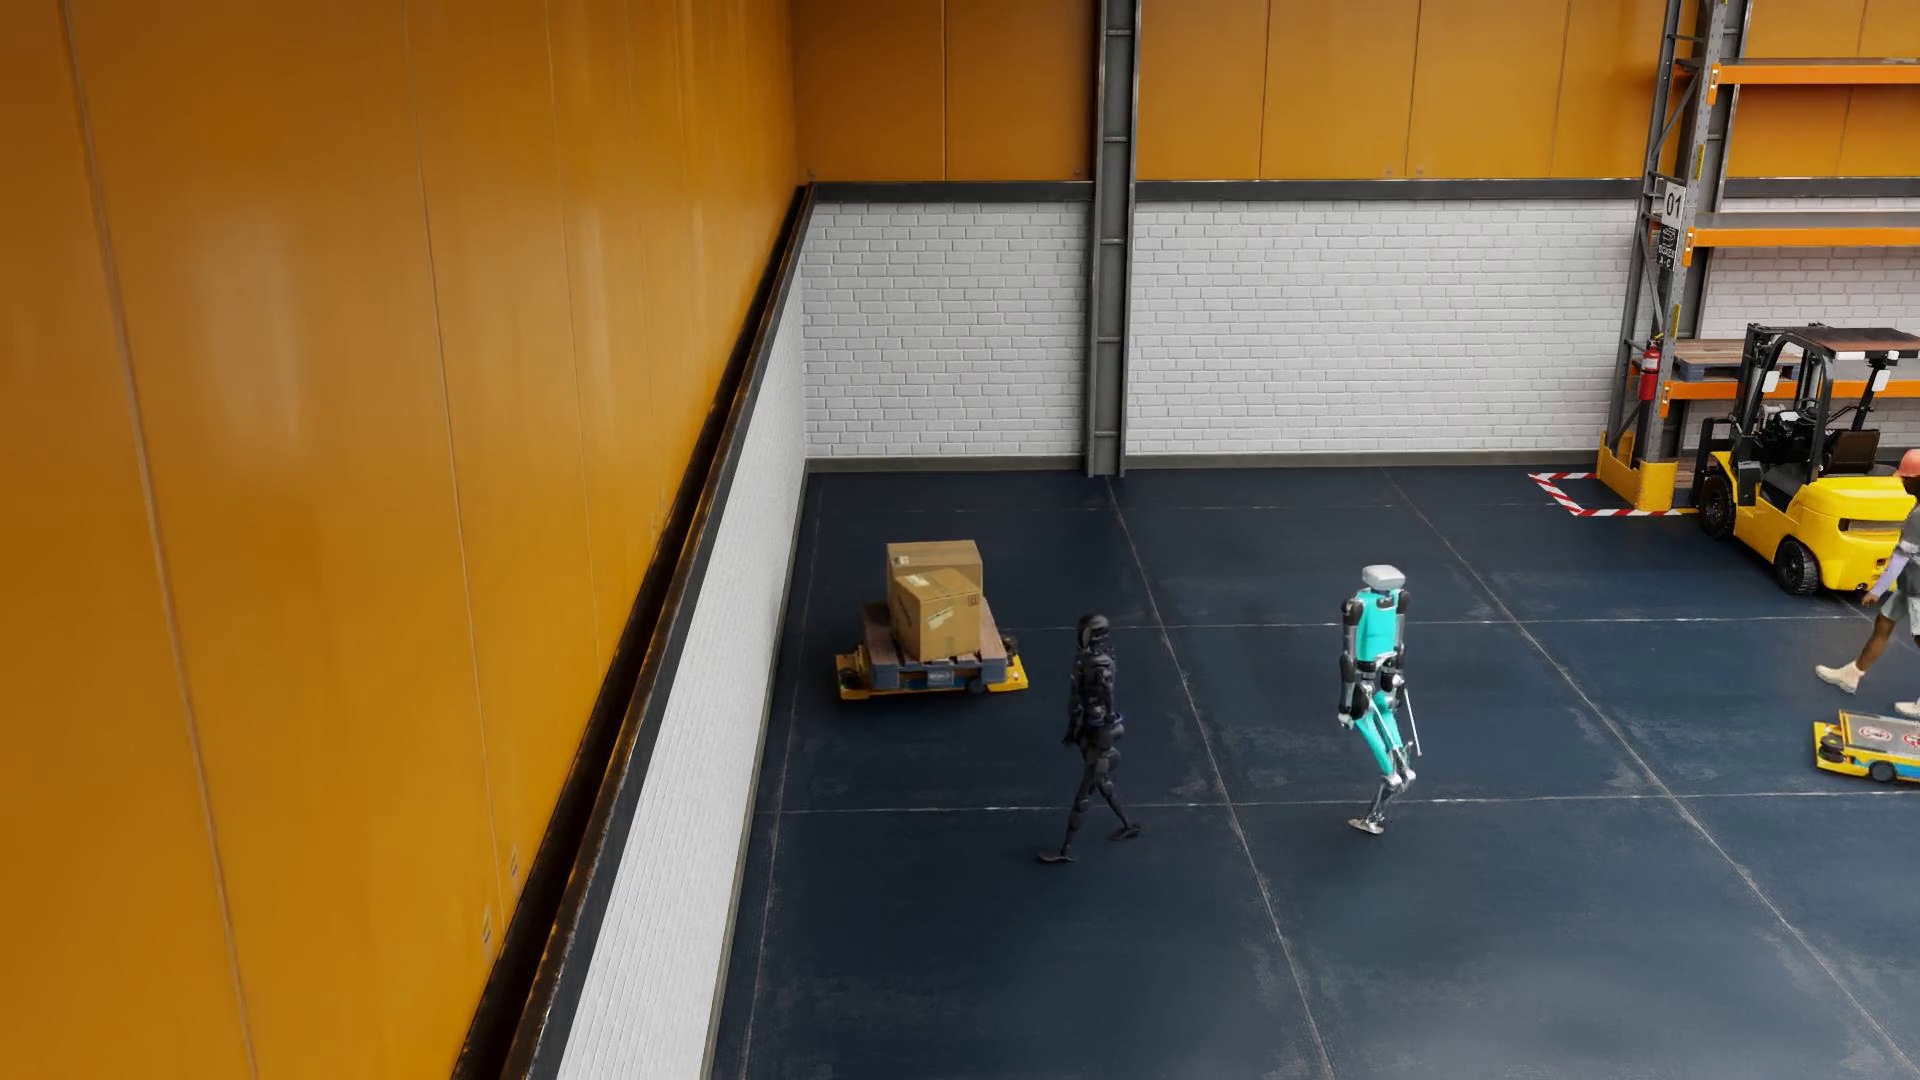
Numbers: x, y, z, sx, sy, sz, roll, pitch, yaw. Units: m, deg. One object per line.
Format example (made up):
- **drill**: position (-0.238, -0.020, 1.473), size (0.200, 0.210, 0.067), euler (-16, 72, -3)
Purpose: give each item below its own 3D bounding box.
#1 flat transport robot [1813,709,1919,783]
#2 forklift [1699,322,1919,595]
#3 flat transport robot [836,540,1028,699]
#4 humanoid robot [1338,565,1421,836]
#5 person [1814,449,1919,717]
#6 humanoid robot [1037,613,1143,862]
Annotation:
- **flat transport robot**: position (6.712, 1.500, 11.486), size (1.431, 0.231, 0.659), euler (9, 22, 22)
- **forklift**: position (7.809, -0.792, 14.926), size (1.214, 2.155, 2.313), euler (-1, 20, -2)
- **flat transport robot**: position (-0.230, 0.982, 12.891), size (1.431, 0.231, 0.659), euler (-3, 20, -7)
- **humanoid robot**: position (2.724, 1.071, 10.528), size (0.546, 1.784, 0.680), euler (-13, 24, -31)
- **person**: position (6.905, 0.306, 12.232), size (0.993, 1.980, 0.642), euler (14, 24, 33)
- **humanoid robot**: position (0.844, 1.210, 10.302), size (0.770, 1.629, 0.599), euler (-7, 21, -17)
